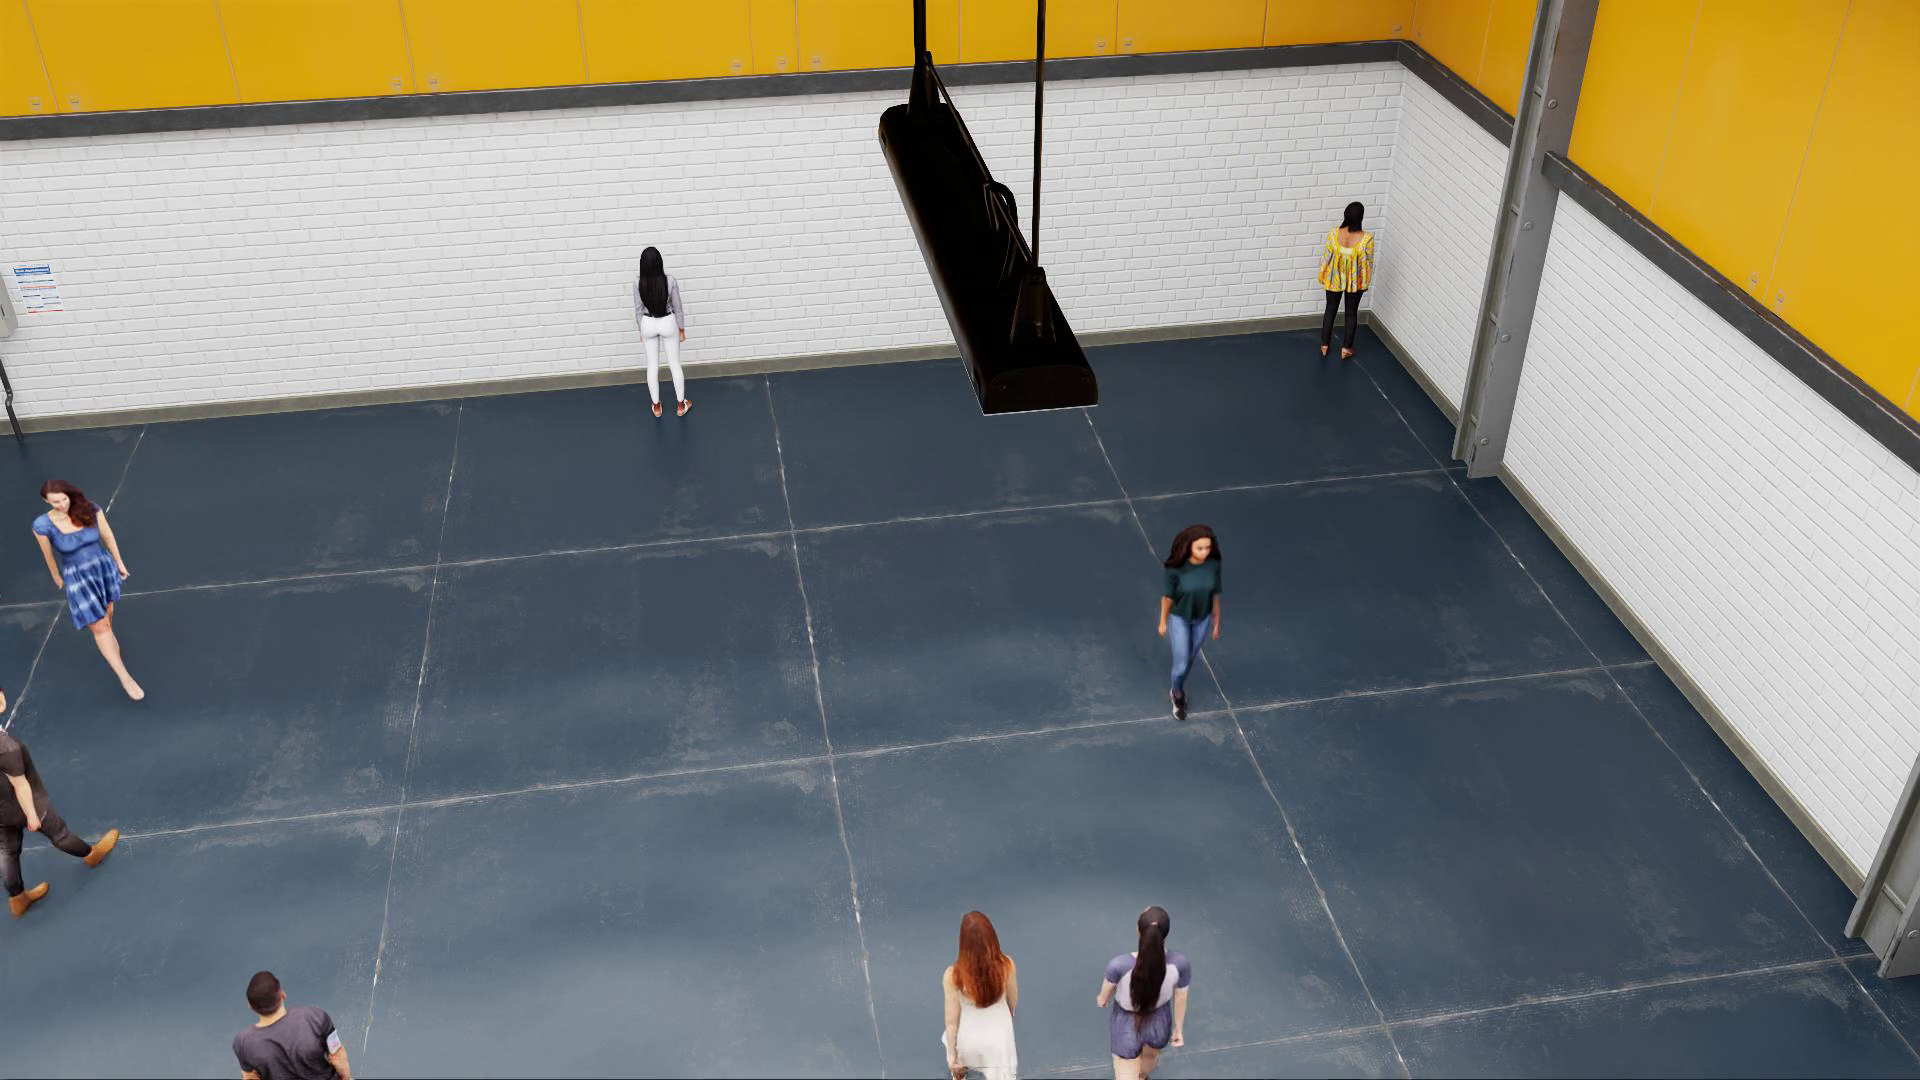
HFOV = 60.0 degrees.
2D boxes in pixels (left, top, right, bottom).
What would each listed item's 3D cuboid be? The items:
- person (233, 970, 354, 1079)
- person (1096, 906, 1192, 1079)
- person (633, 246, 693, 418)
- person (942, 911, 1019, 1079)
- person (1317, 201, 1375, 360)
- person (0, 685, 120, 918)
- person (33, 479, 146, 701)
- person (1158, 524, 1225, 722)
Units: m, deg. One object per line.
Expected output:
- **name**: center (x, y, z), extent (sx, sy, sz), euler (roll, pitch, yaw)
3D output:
- **person**: center (-3.329, 2.855, 8.442), extent (0.697, 1.762, 0.650), euler (-13, 36, -19)
- **person**: center (0.977, 2.678, 8.849), extent (0.602, 1.607, 1.010), euler (-5, 34, -7)
- **person**: center (-2.841, -1.983, 15.756), extent (0.623, 1.725, 0.546), euler (-2, 34, -3)
- **person**: center (0.139, 2.705, 8.766), extent (0.620, 1.653, 1.181), euler (-3, 34, -5)
- **person**: center (3.884, -2.620, 16.778), extent (0.876, 1.654, 0.927), euler (14, 36, 20)
- **person**: center (-5.940, 1.654, 10.324), extent (0.953, 1.679, 1.107), euler (13, 36, 18)
- **person**: center (-6.456, 0.286, 12.322), extent (1.260, 1.747, 1.090), euler (29, 43, 36)
- **person**: center (1.640, 0.530, 12.081), extent (0.611, 1.607, 0.641), euler (-8, 34, -11)
